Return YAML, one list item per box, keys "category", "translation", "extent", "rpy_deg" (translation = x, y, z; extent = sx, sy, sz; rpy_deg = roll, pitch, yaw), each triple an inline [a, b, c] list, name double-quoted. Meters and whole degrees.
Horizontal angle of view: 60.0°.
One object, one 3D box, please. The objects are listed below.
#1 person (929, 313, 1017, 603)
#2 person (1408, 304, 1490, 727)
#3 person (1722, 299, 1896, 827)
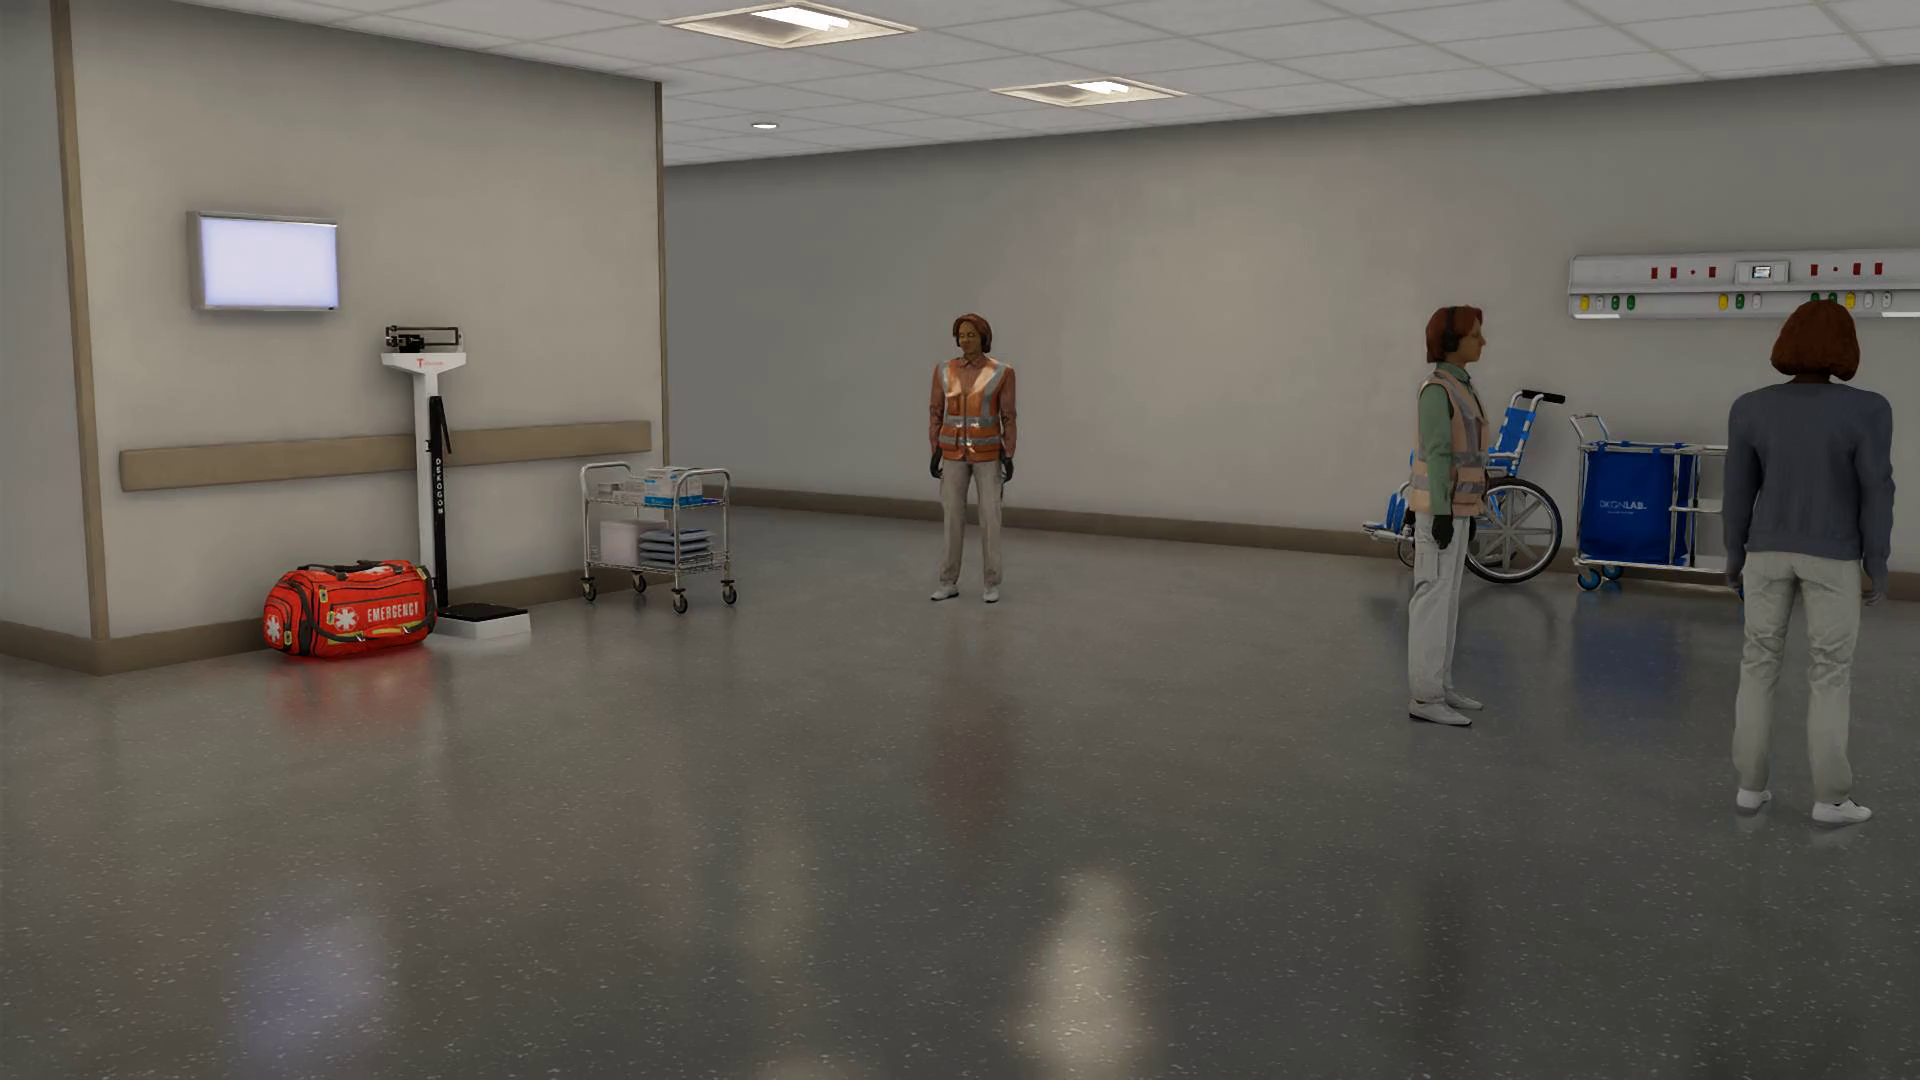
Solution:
- category: "person"
  translation: [0.071, -0.462, 9.460]
  extent: [0.514, 1.642, 0.314]
  rpy_deg: [2, 7, 18]
- category: "person"
  translation: [1.927, -0.104, 6.576]
  extent: [0.307, 1.644, 0.514]
  rpy_deg: [3, 8, 26]
- category: "person"
  translation: [2.642, 0.070, 5.206]
  extent: [0.283, 1.634, 0.498]
  rpy_deg: [-6, 9, -41]
